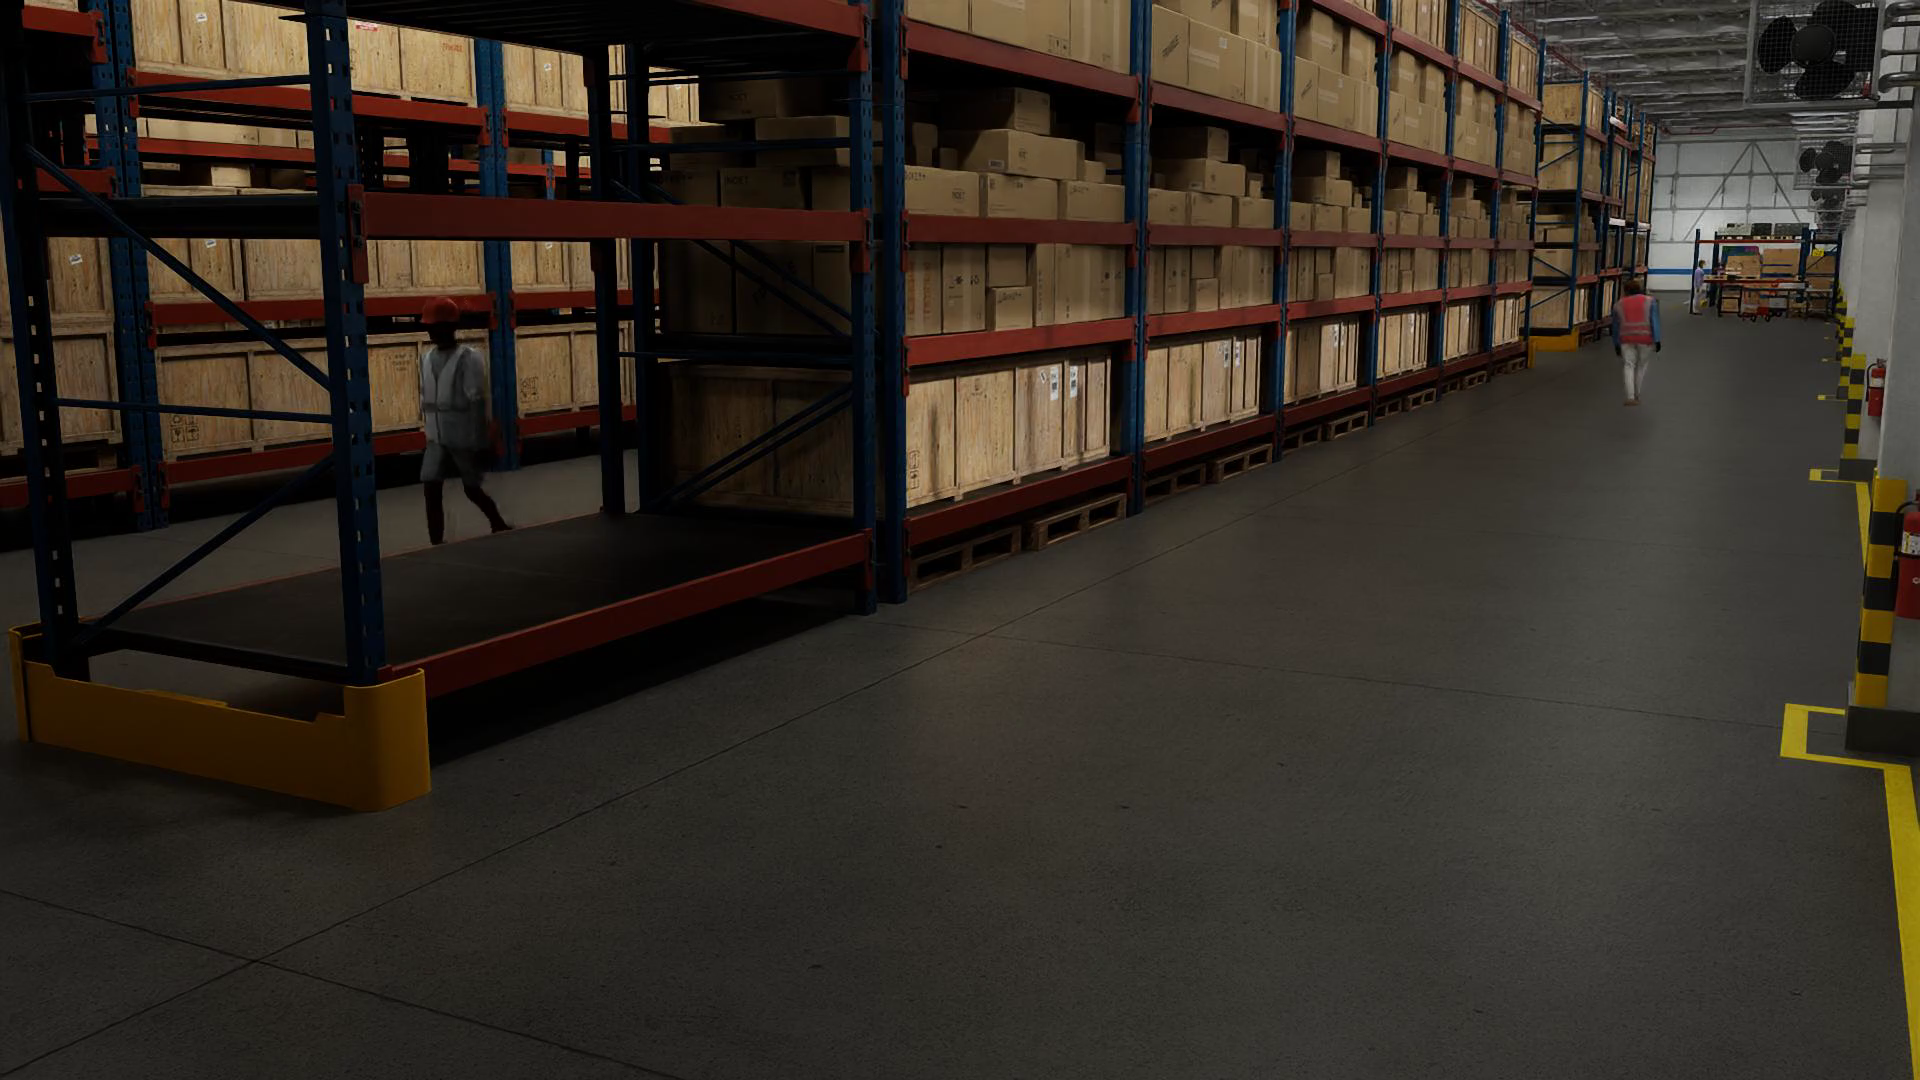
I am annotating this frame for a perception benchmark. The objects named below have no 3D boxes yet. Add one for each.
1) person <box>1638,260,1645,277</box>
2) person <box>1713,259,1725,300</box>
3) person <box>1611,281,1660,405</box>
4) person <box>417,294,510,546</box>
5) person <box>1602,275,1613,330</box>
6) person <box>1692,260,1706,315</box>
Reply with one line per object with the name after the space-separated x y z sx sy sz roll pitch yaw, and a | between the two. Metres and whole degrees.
33.715 -12.978 82.203 0.376 1.940 0.629 5 11 28 | person
35.260 -12.115 77.339 0.550 1.901 0.987 1 10 5 | person
9.734 -2.838 23.983 0.686 1.772 0.947 4 11 22 | person
-3.428 -0.725 11.374 0.552 1.906 0.905 4 10 20 | person
18.292 -6.728 46.894 0.315 1.637 0.514 5 11 28 | person
25.873 -8.836 58.241 0.376 1.934 0.629 5 11 28 | person
